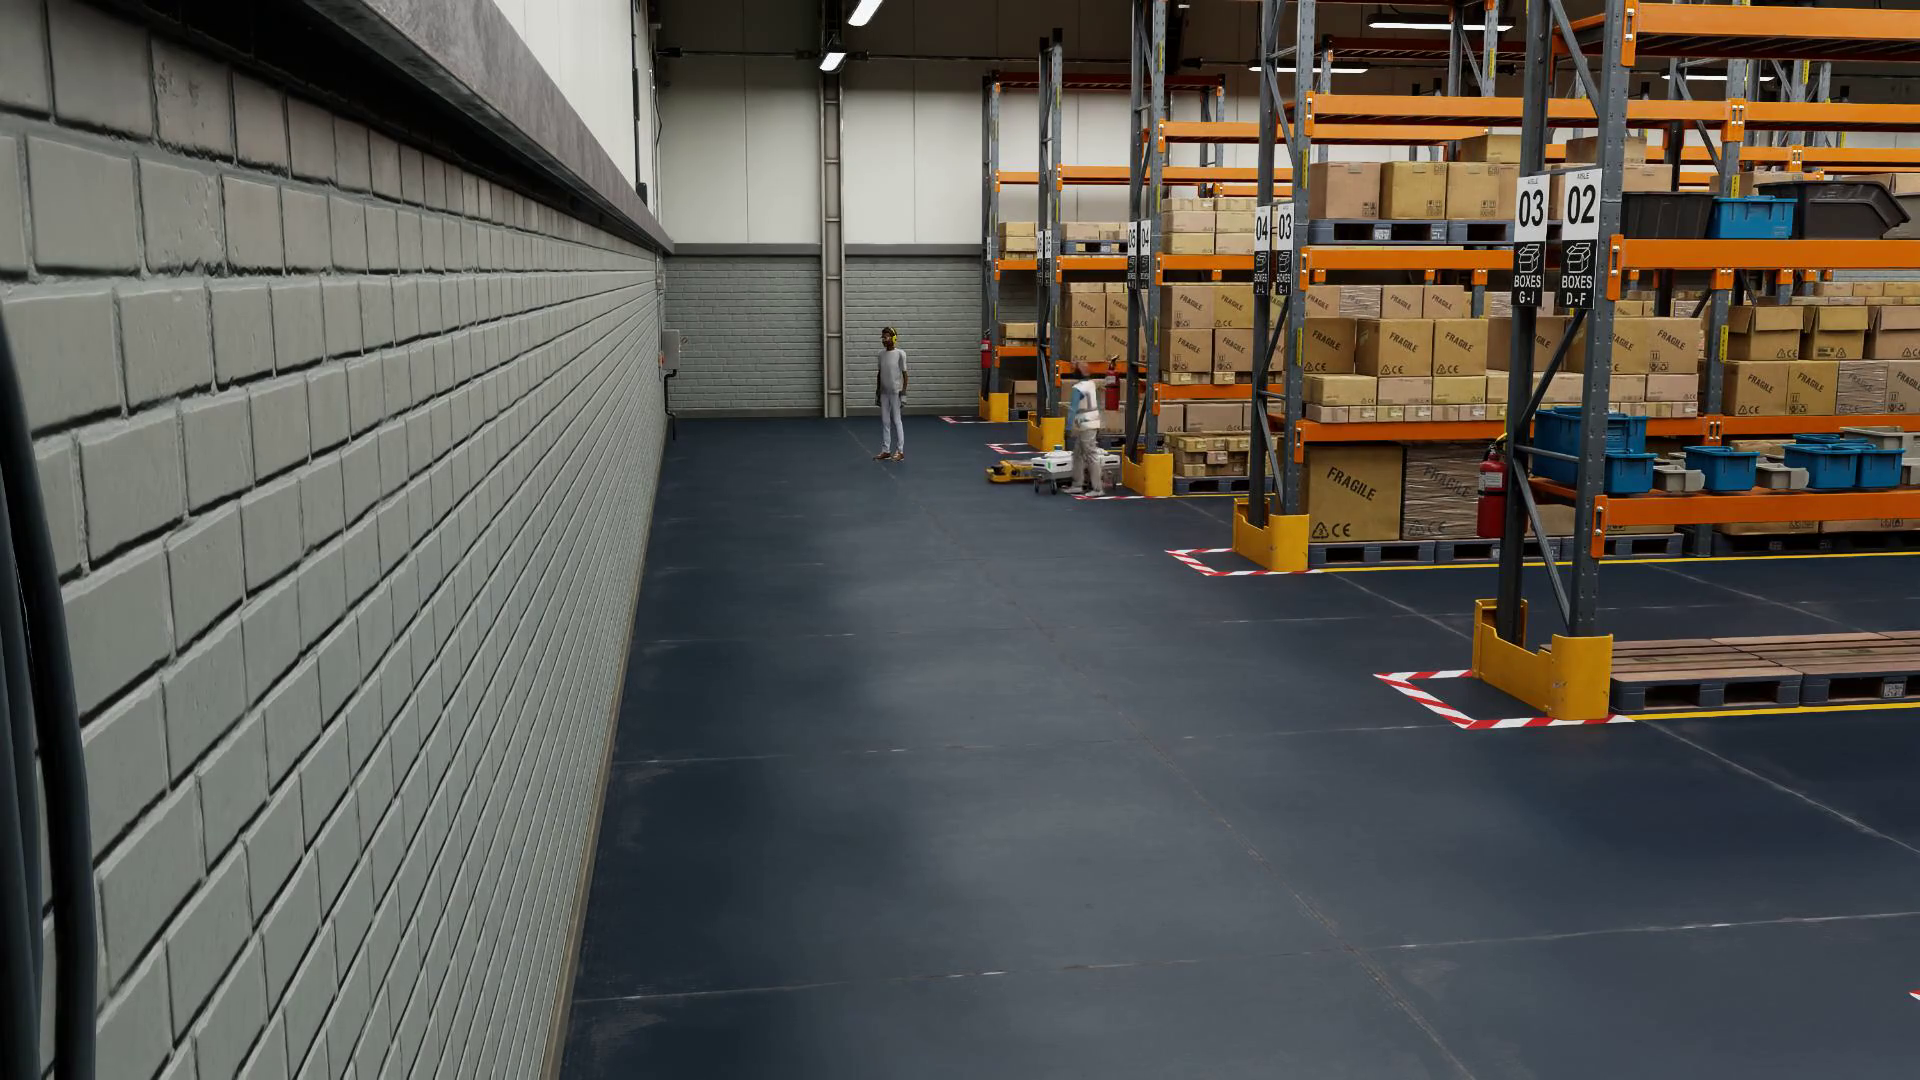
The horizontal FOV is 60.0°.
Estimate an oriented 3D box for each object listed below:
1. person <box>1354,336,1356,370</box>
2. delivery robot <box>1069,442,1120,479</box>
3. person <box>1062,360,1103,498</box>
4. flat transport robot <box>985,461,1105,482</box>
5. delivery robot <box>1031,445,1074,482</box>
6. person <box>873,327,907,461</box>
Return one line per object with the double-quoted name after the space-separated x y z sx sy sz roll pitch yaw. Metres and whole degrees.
4.121 -1.138 17.312 0.400 1.989 0.623 -6 11 -32 "person"
1.641 -0.957 20.331 0.477 0.478 0.707 -6 11 -31 "delivery robot"
1.431 -1.294 19.428 0.452 1.625 0.532 3 10 19 "person"
1.067 -0.885 21.046 1.431 0.197 0.652 -1 9 -8 "flat transport robot"
1.179 -0.900 19.981 0.707 0.478 0.477 -9 13 -44 "delivery robot"
-0.972 -2.032 23.208 0.536 1.869 0.312 7 11 35 "person"
